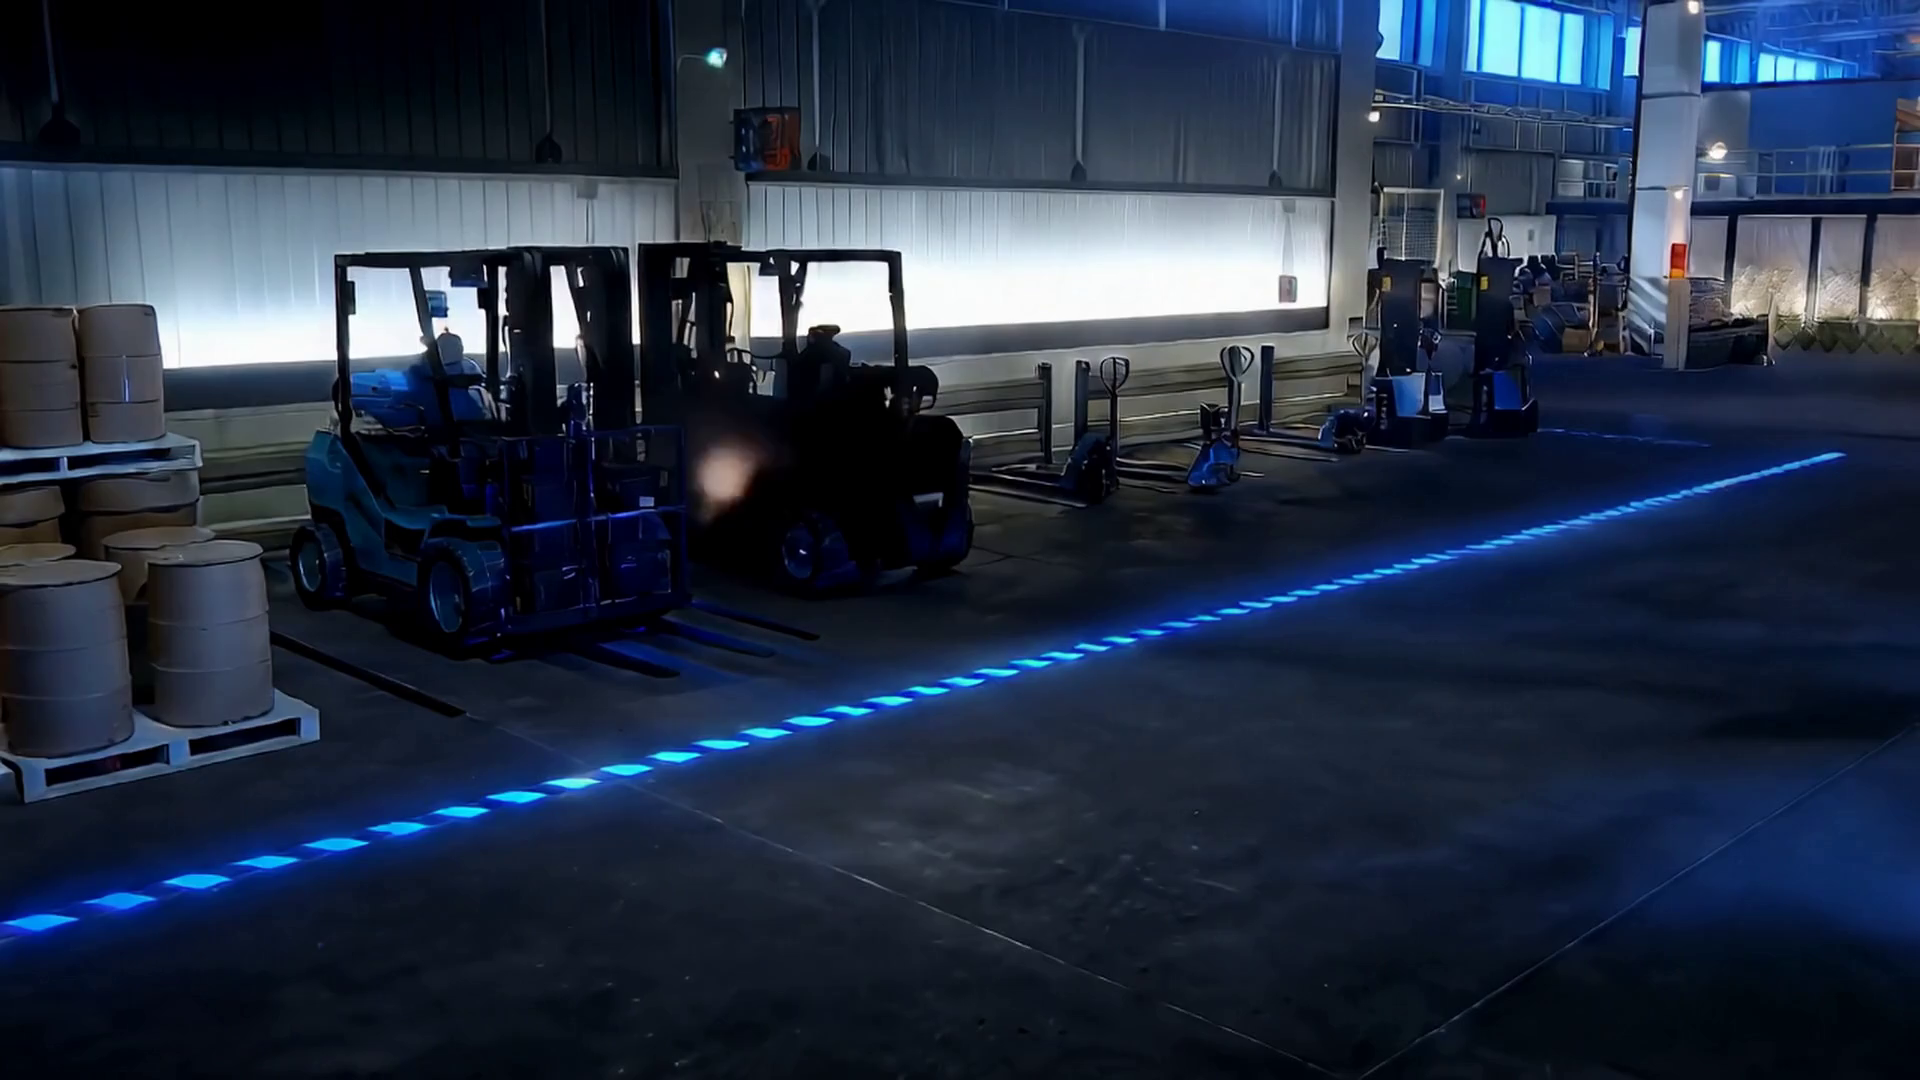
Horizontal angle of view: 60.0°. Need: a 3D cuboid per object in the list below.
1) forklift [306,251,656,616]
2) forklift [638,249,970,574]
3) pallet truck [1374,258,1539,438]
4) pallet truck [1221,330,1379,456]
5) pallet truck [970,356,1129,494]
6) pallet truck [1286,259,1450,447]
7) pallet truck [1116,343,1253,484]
[{"bbox_3d":[-2.833,-0.669,9.694,1.157,1.987,2.680,-10,14,-44],"label":"forklift"},{"bbox_3d":[-1.173,-0.958,11.239,2.680,1.987,1.157,10,14,43],"label":"forklift"},{"bbox_3d":[5.704,-2.208,18.901,1.885,1.965,0.823,10,14,43],"label":"pallet truck"},{"bbox_3d":[3.563,-1.581,17.381,0.653,1.274,1.630,-10,14,-44],"label":"pallet truck"},{"bbox_3d":[0.784,-1.085,14.876,0.680,1.201,1.601,-10,14,-44],"label":"pallet truck"},{"bbox_3d":[4.493,-2.078,18.196,0.823,1.965,1.885,-9,14,-40],"label":"pallet truck"},{"bbox_3d":[1.962,-1.215,15.415,1.522,1.261,0.704,10,14,43],"label":"pallet truck"}]
